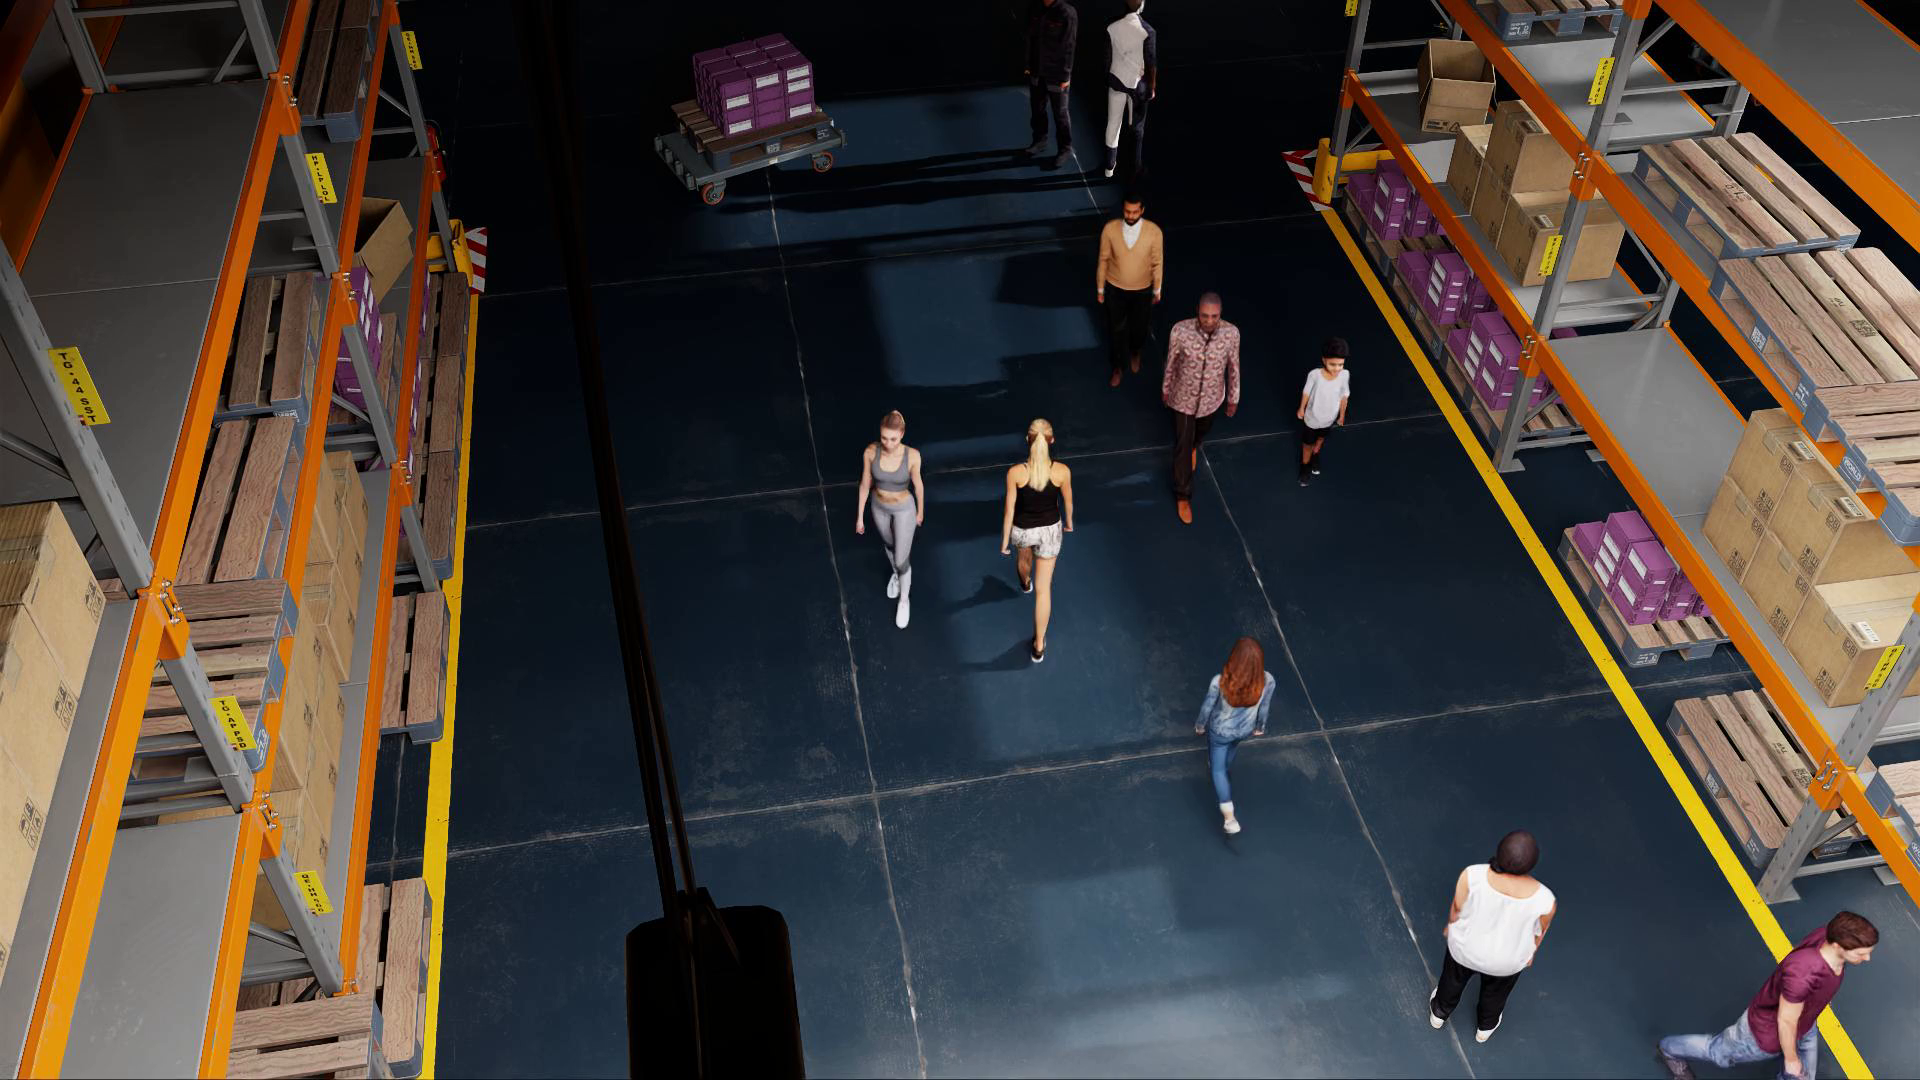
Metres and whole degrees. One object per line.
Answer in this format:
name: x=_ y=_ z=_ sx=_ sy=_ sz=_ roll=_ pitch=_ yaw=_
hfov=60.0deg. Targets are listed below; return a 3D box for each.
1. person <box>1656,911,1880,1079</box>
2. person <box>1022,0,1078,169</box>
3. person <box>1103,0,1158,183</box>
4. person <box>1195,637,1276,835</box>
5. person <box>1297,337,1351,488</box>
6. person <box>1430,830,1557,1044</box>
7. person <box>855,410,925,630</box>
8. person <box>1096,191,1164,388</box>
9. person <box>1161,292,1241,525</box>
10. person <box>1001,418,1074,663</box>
person: x=4.097 y=2.408 z=8.502 sx=0.953 sy=1.803 sz=1.224 roll=-27 pitch=50 yaw=-25
person: x=0.852 y=-4.446 z=15.599 sx=0.785 sy=1.937 sz=0.851 roll=29 pitch=51 yaw=27
person: x=1.559 y=-4.224 z=15.399 sx=0.776 sy=1.891 sz=0.805 roll=20 pitch=47 yaw=20
person: x=1.657 y=1.178 z=10.047 sx=0.571 sy=1.452 sz=0.927 roll=-7 pitch=44 yaw=-7
person: x=2.722 y=-1.037 z=12.522 sx=0.568 sy=1.246 sz=0.652 roll=1 pitch=44 yaw=1
person: x=2.837 y=2.111 z=8.897 sx=0.763 sy=1.687 sz=0.801 roll=19 pitch=47 yaw=19
person: x=-0.440 y=-0.258 z=11.387 sx=0.768 sy=1.683 sz=0.893 roll=11 pitch=45 yaw=11
person: x=1.353 y=-2.042 z=13.212 sx=0.809 sy=1.749 sz=0.849 roll=9 pitch=44 yaw=9
person: x=1.746 y=-1.111 z=12.218 sx=0.809 sy=1.772 sz=1.211 roll=-1 pitch=44 yaw=-1
person: x=0.517 y=0.016 z=11.022 sx=0.788 sy=1.790 sz=1.223 roll=0 pitch=44 yaw=0
